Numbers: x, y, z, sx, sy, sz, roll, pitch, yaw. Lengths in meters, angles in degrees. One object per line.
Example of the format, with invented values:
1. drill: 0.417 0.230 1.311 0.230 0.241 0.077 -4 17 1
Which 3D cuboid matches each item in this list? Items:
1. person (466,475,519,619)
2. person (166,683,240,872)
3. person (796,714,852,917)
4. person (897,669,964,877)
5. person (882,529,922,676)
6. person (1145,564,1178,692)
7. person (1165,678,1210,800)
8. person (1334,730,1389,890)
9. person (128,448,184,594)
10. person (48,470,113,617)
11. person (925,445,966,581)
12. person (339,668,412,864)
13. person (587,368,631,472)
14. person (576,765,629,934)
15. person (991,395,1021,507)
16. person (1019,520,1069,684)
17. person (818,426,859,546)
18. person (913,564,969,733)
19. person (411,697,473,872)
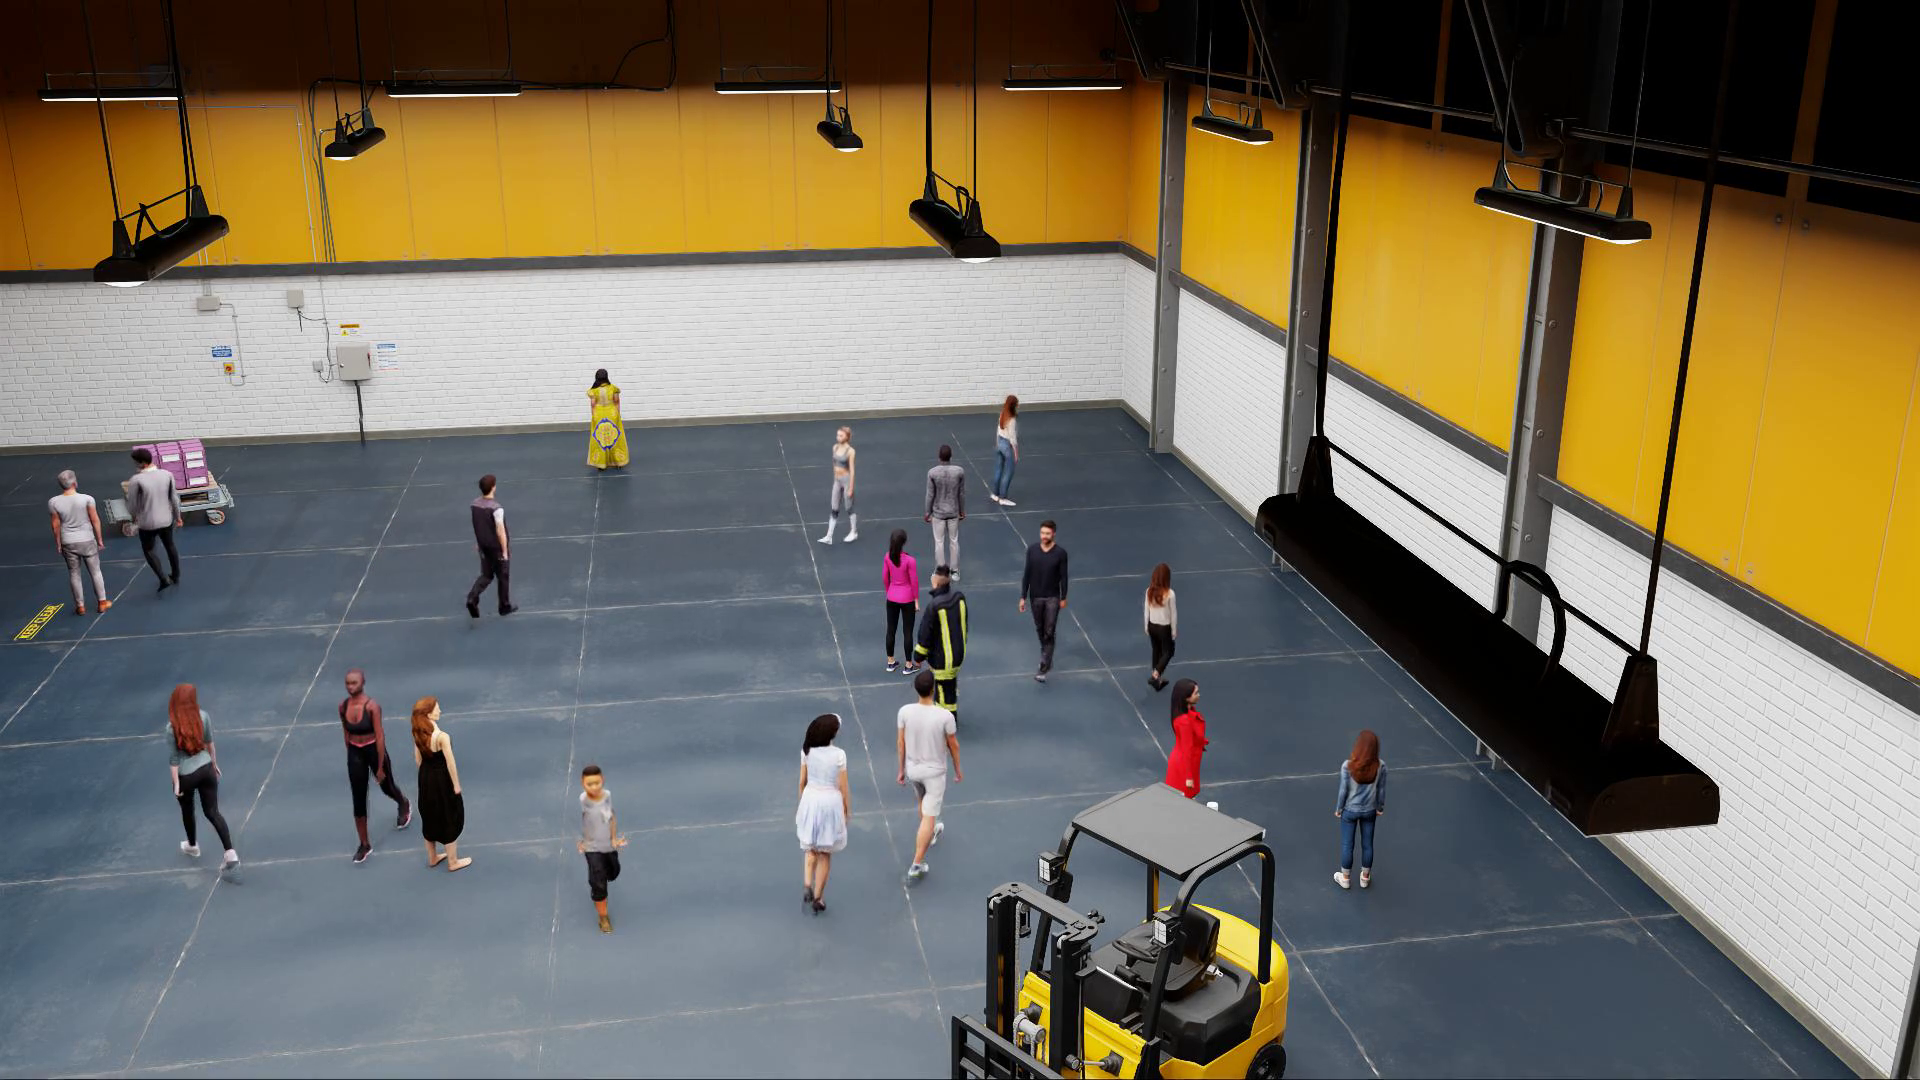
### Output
1. person: -5.787 0.122 20.347 0.997 1.831 1.097 10 21 27
2. person: -6.654 2.121 14.612 1.189 1.702 1.103 13 23 34
3. person: -1.148 2.340 13.826 0.832 1.787 0.909 5 19 13
4. person: -0.317 2.071 14.590 1.102 1.811 1.344 6 20 18
5. person: -0.678 0.685 18.879 0.692 1.699 0.734 9 21 25
6. person: 2.180 0.994 18.305 0.736 1.480 0.795 13 23 34
7. person: 1.987 2.041 14.778 0.731 1.747 0.620 1 19 3
8. person: 3.456 2.320 14.372 0.596 1.478 0.538 -1 19 -2
9. person: -10.312 -0.232 21.290 1.026 1.898 1.090 -17 25 -40
10. person: -10.929 0.029 20.626 0.717 1.828 0.597 -6 20 -17
11. person: -0.190 -0.358 21.731 0.733 1.855 0.699 -5 19 -16
12. person: -5.299 1.956 15.068 0.846 1.723 1.243 2 19 5
13. person: -5.704 -1.952 26.771 0.900 1.660 0.832 -7 20 -19
14. person: -3.032 2.481 13.959 0.735 1.435 1.028 -9 20 -24
15. person: 0.648 -1.377 25.004 0.855 1.699 0.577 -13 23 -34
16. person: 0.979 0.642 18.802 1.025 1.830 1.231 7 20 21
17. person: -1.562 -0.768 23.227 0.960 1.679 1.014 13 23 35
18. person: -0.103 1.145 17.271 1.052 1.854 0.995 15 24 38
19. person: -4.622 2.144 14.661 0.676 1.626 0.720 9 21 25
